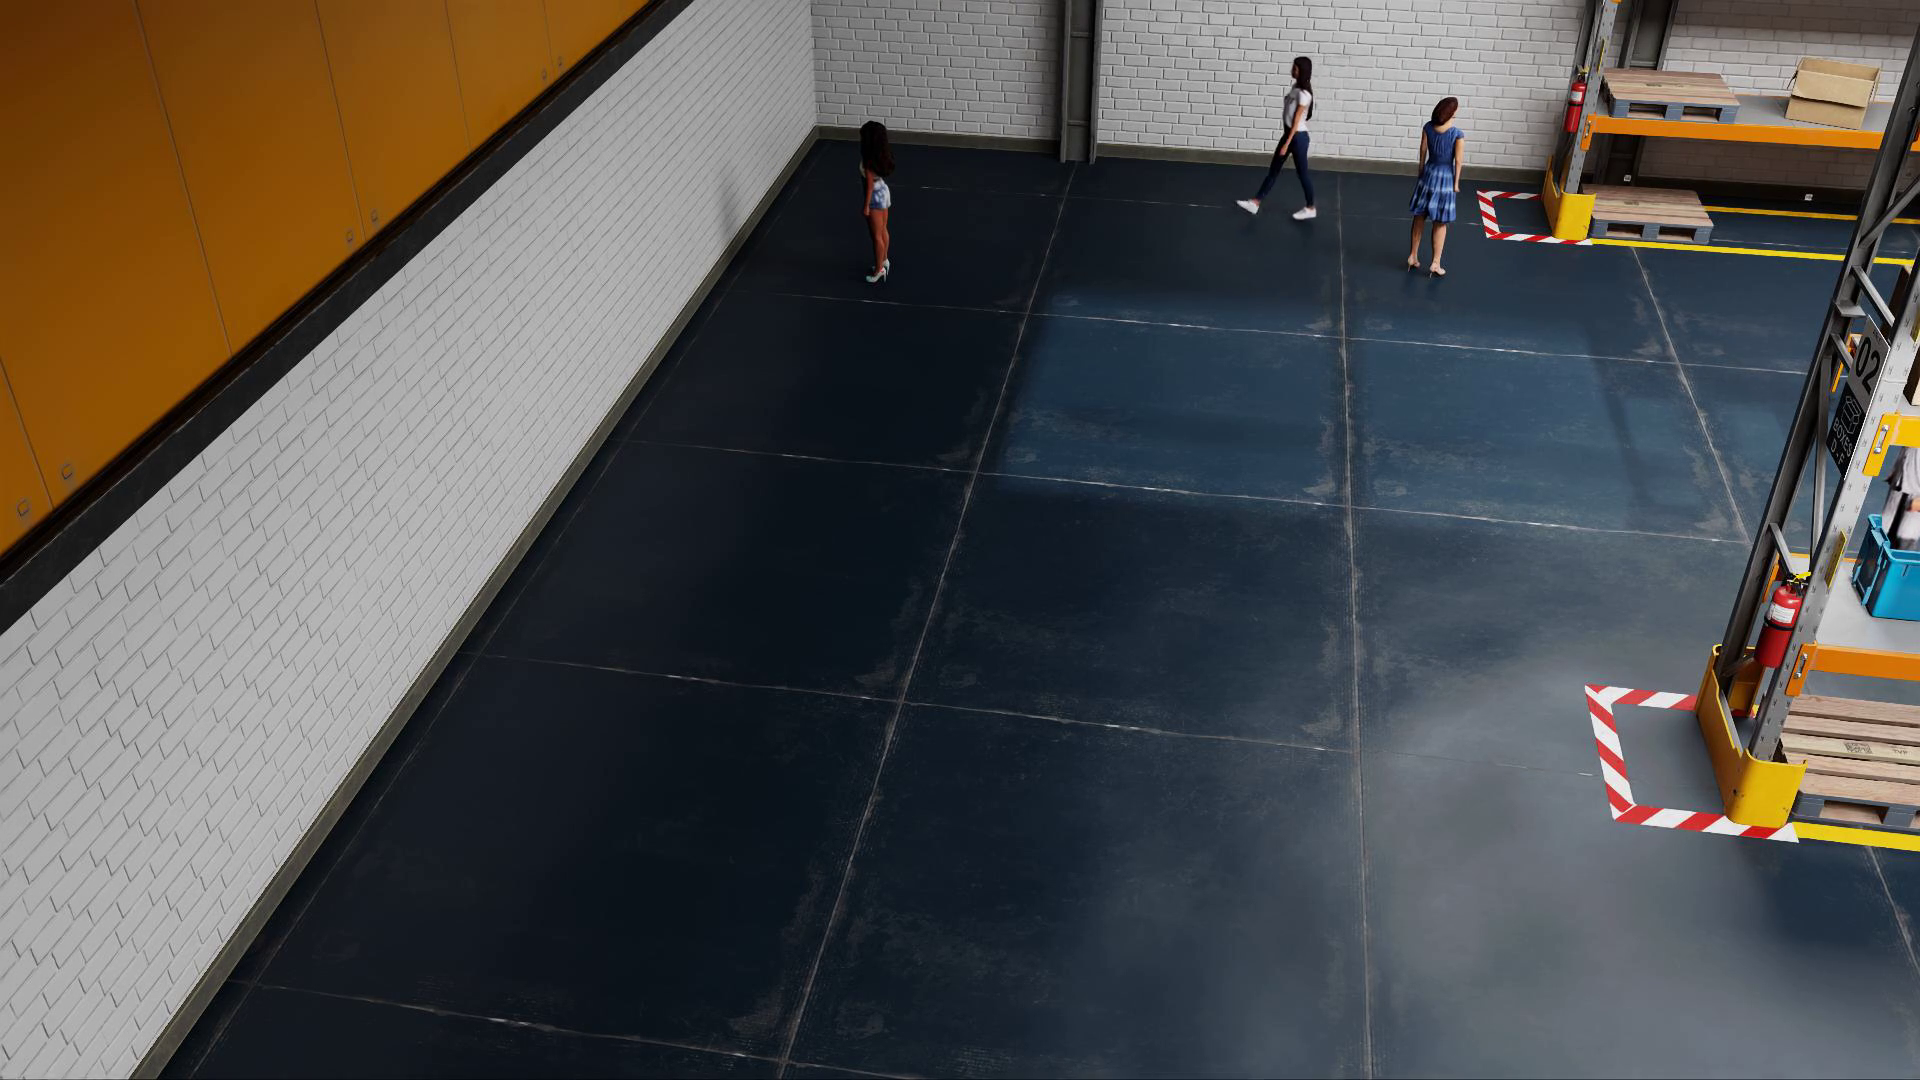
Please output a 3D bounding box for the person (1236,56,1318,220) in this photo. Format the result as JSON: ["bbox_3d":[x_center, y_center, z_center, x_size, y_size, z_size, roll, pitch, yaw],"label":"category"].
[{"bbox_3d":[3.608,-4.164,17.445,1.173,1.736,0.841,-5,34,-7],"label":"person"}]

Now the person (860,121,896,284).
[{"bbox_3d":[-0.822,-3.310,16.259,0.551,1.626,0.556,7,34,11],"label":"person"}]

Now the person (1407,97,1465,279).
[{"bbox_3d":[4.686,-3.468,16.336,0.816,1.804,0.717,-28,43,-36],"label":"person"}]
